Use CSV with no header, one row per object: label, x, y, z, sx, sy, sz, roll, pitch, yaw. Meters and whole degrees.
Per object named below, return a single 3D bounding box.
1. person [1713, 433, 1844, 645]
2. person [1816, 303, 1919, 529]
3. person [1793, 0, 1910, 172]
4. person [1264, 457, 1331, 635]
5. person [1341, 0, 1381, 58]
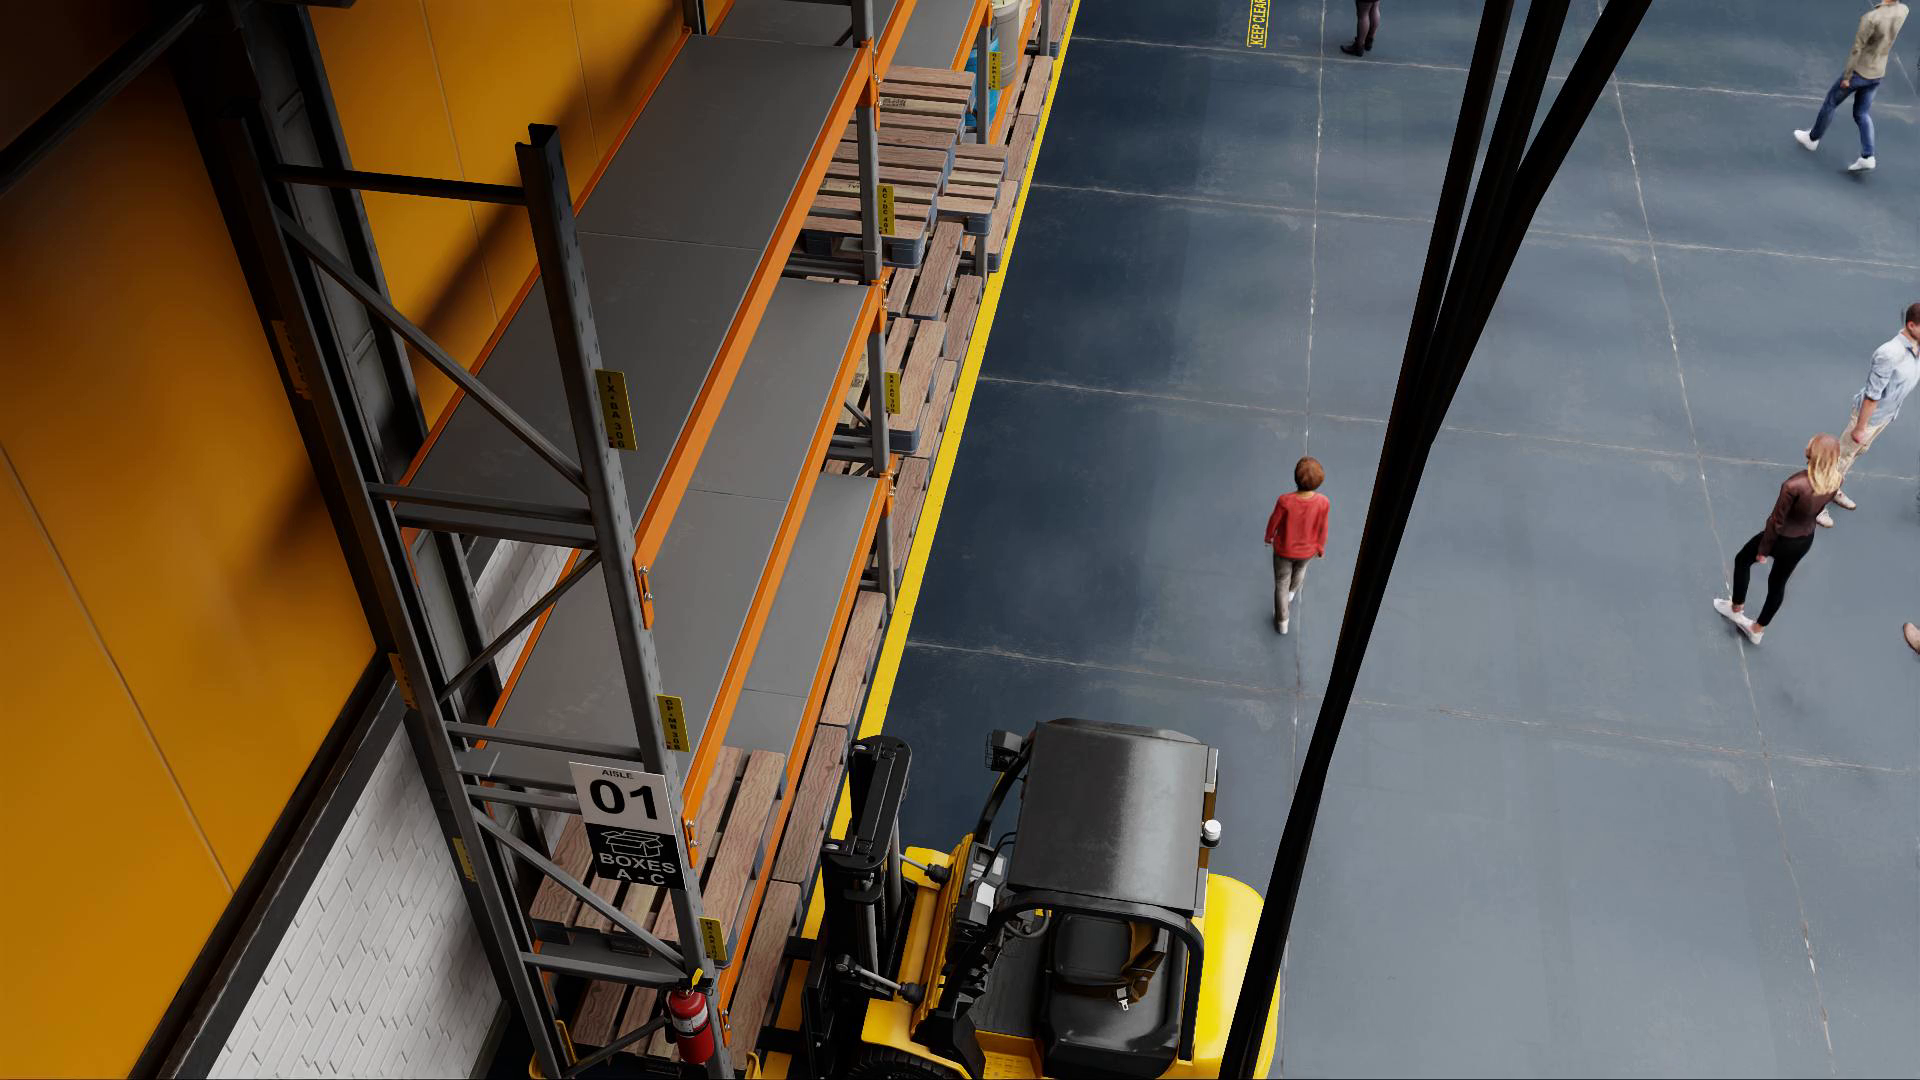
person,5.472,0.056,10.930,0.735,1.687,0.775,-10,44,-10
person,6.510,-0.927,11.846,0.706,1.847,0.777,-28,50,-26
person,8.424,-4.288,15.365,1.062,1.858,1.267,-13,45,-13
person,2.251,0.080,11.111,0.610,1.402,0.803,0,44,0
person,4.238,-5.802,17.088,0.858,1.675,0.774,34,53,30
